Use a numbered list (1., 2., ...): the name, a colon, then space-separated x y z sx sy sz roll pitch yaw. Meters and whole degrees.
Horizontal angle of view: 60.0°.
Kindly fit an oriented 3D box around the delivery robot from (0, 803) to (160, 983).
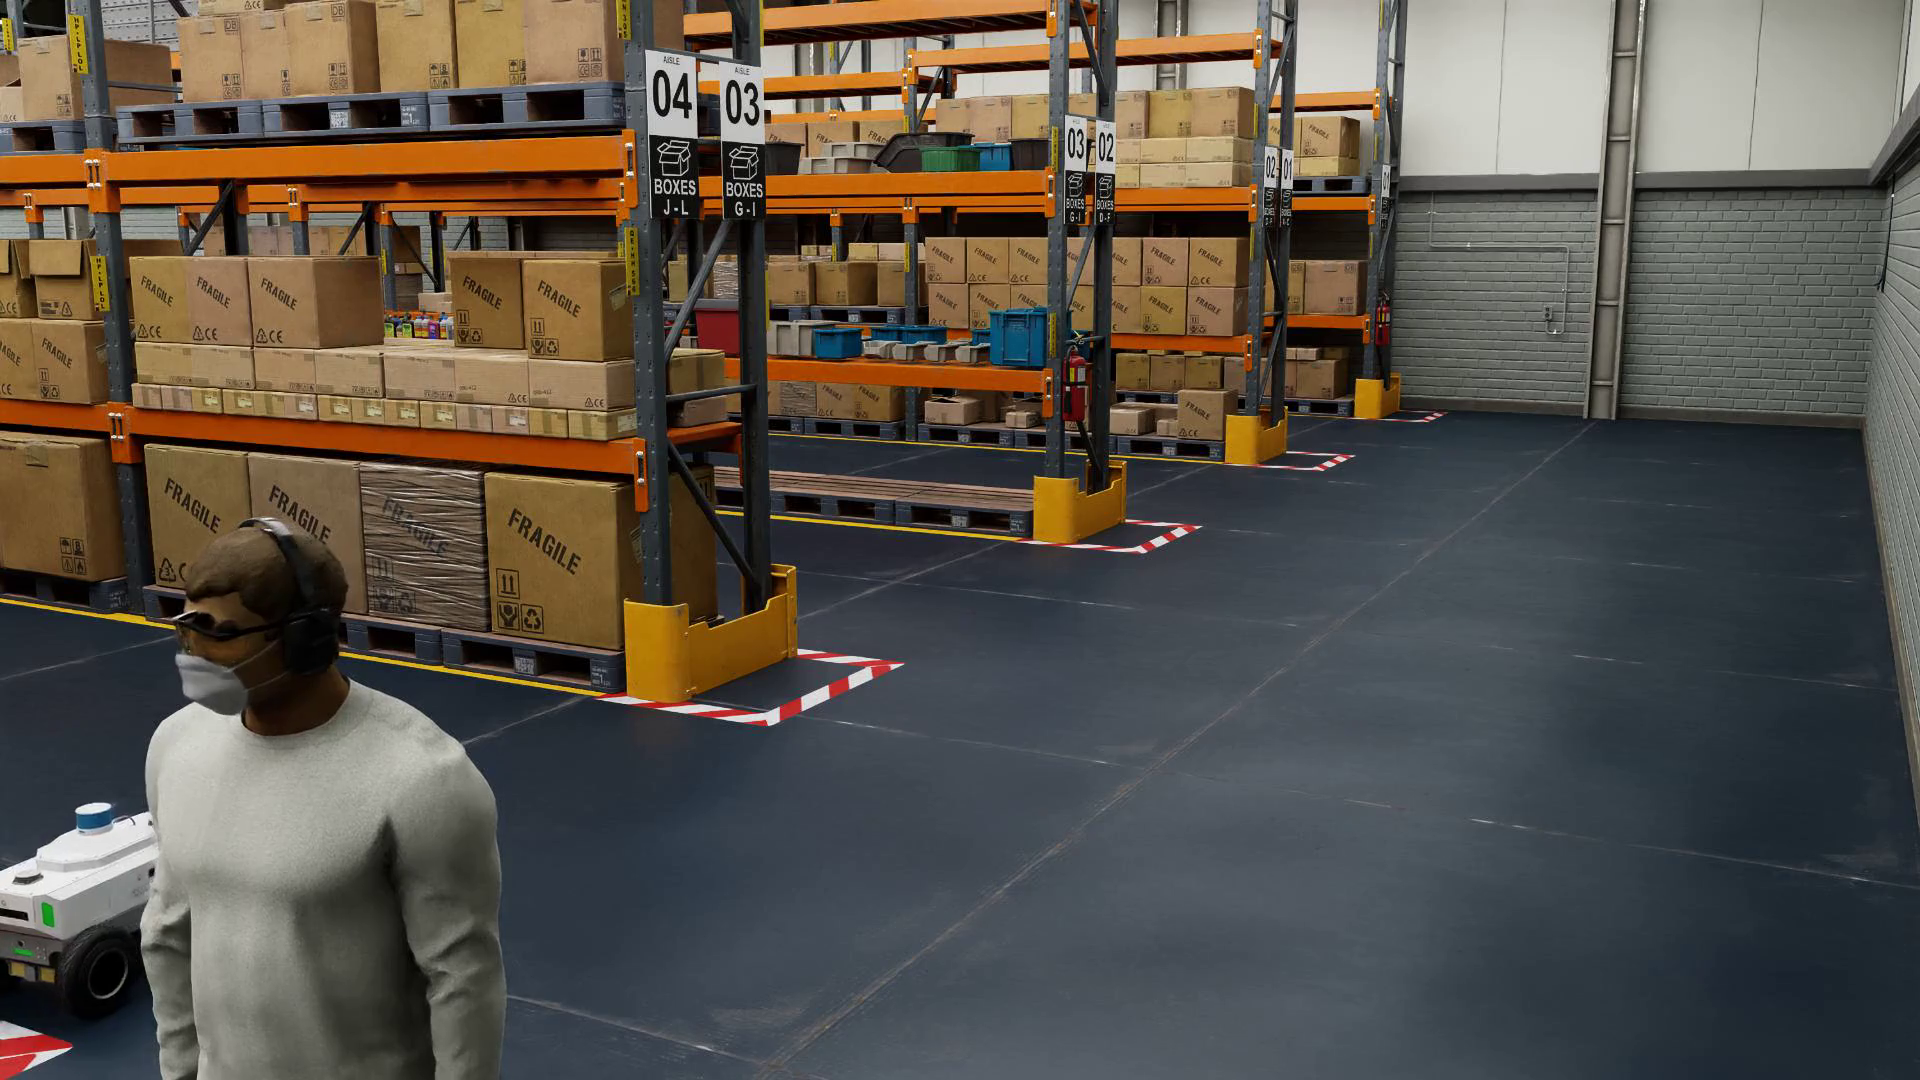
1. delivery robot: -2.724 1.077 5.271 0.477 0.478 0.707 4 11 19

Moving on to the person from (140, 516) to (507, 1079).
1. person: -1.012 0.916 2.628 0.636 1.937 0.358 4 11 20
